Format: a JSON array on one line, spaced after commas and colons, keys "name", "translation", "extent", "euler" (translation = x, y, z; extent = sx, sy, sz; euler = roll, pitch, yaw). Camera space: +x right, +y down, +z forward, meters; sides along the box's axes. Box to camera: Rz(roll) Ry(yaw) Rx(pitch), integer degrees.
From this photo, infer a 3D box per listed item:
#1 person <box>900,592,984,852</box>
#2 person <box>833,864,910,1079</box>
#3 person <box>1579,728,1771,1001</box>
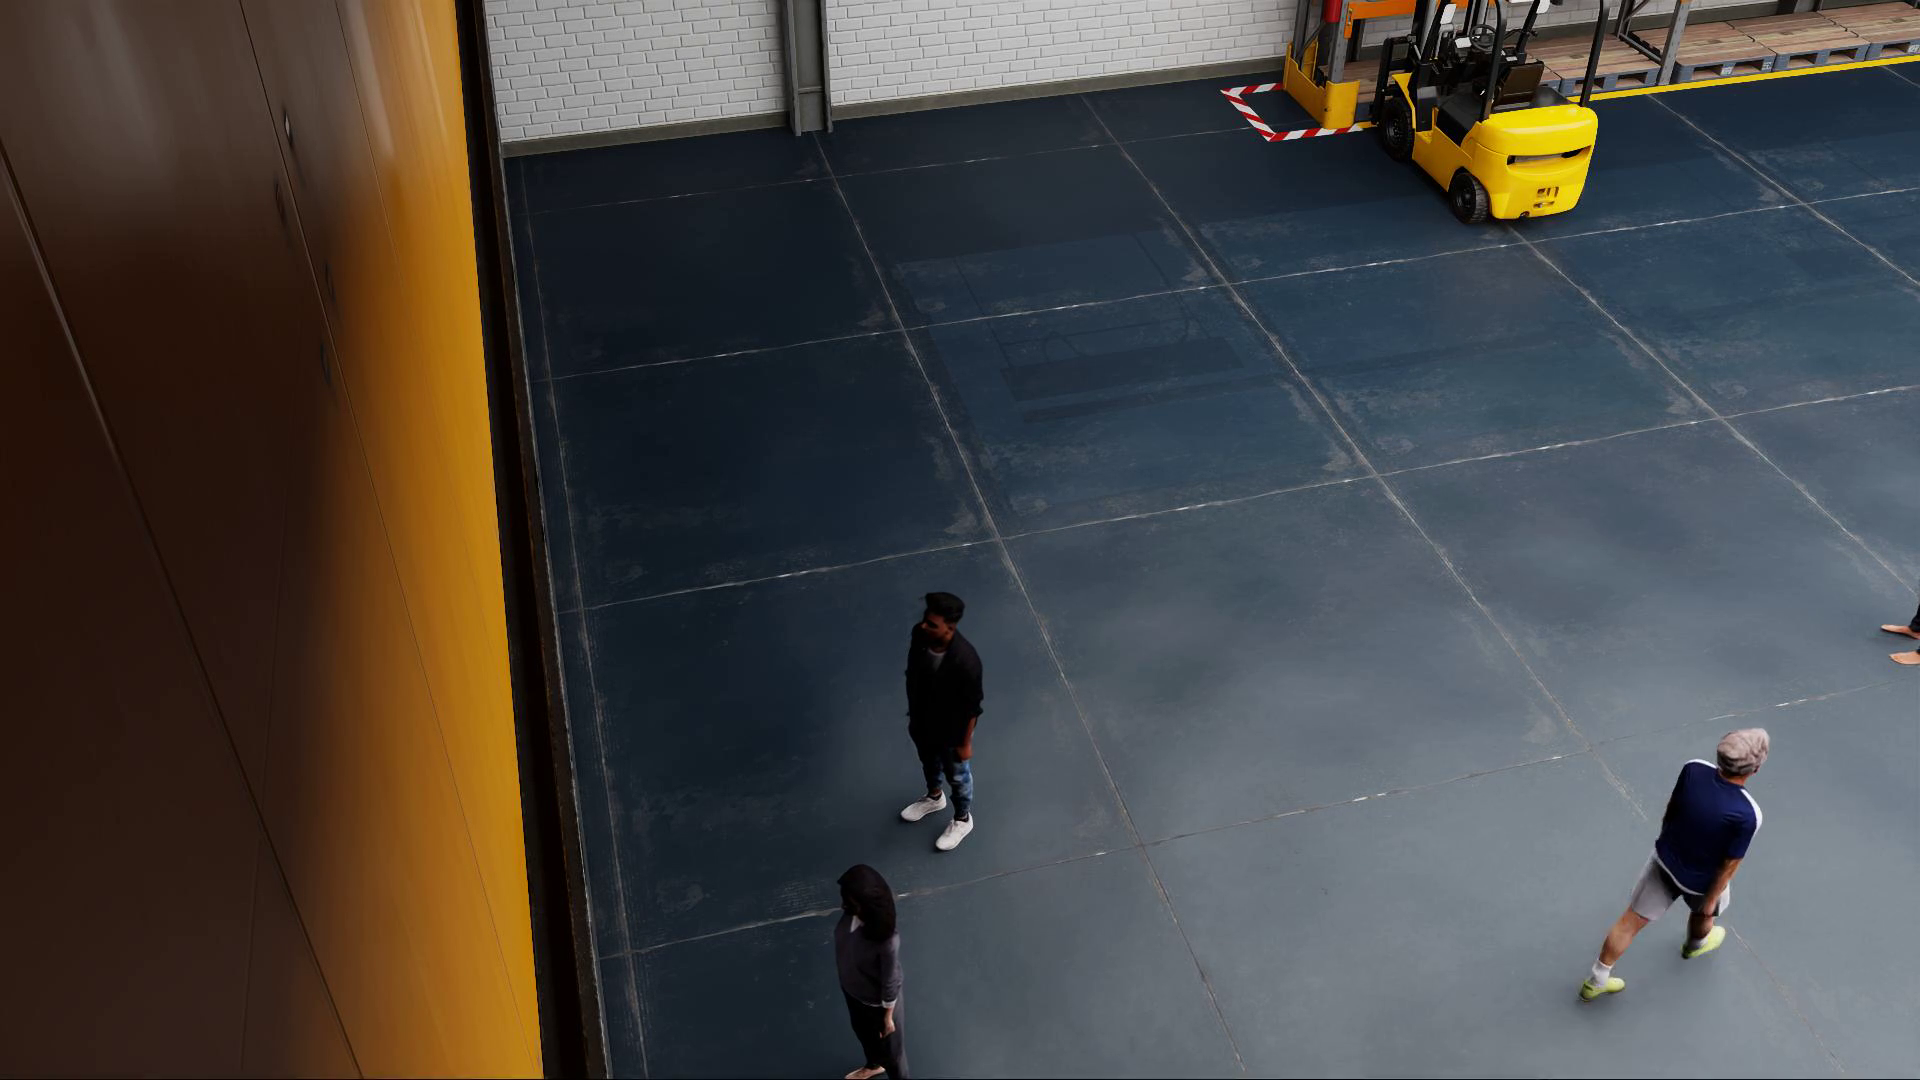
[{"name": "person", "translation": [-0.087, 0.982, 9.386], "extent": [0.758, 1.815, 0.779], "euler": [-28, 46, -30]}, {"name": "person", "translation": [-0.414, 2.149, 7.971], "extent": [0.606, 1.756, 0.638], "euler": [-21, 43, -24]}, {"name": "person", "translation": [3.650, 1.718, 8.496], "extent": [1.295, 1.775, 0.884], "euler": [-20, 43, -23]}]
